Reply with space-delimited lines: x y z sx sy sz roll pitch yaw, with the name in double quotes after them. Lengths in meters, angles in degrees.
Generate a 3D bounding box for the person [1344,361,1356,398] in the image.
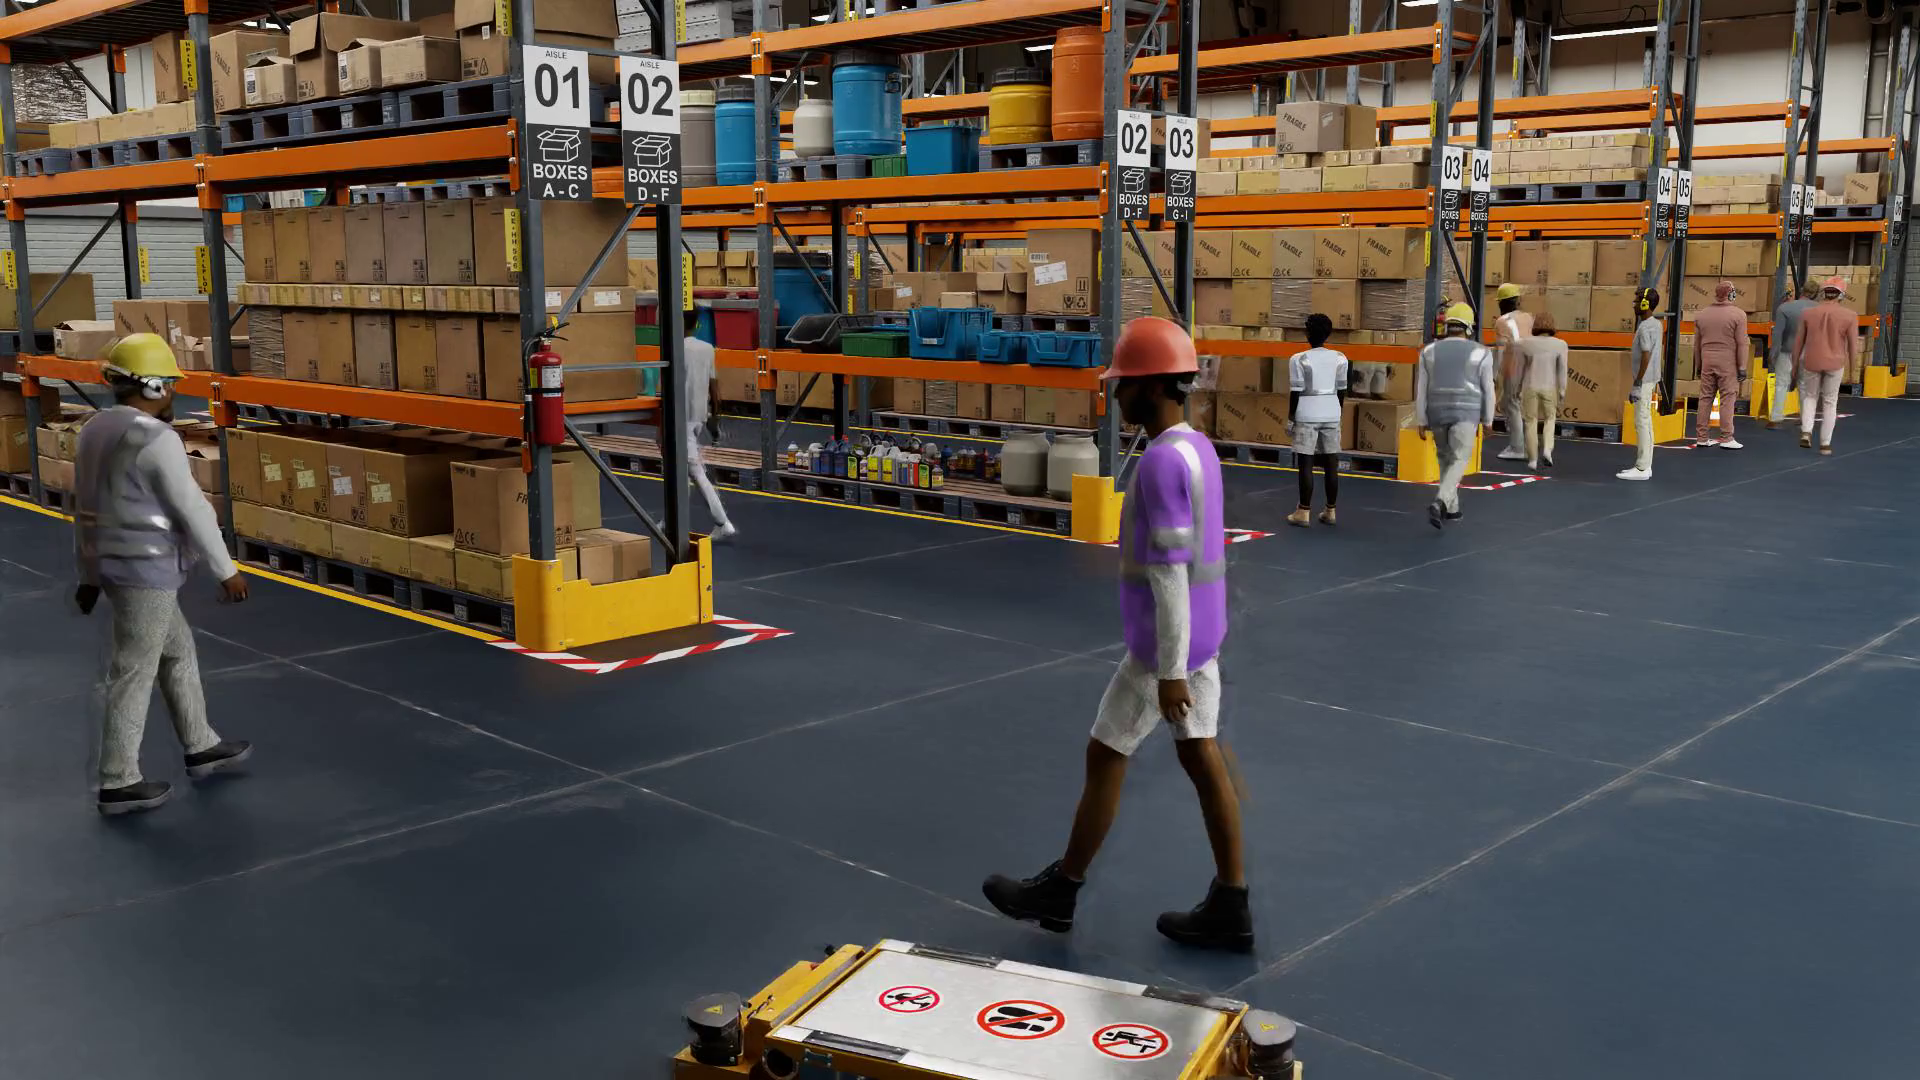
4.920 -2.367 21.272 0.382 1.916 0.596 7 12 39 "person"

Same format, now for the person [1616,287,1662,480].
6.677 -1.532 16.298 0.327 1.872 0.516 6 11 32 "person"

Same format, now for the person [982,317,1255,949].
0.506 0.285 5.058 0.918 1.896 0.575 4 10 21 "person"

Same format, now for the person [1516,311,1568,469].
5.959 -1.535 17.076 0.492 1.613 0.385 3 10 19 "person"

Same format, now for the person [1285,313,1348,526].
2.854 -0.964 13.347 0.532 1.696 0.319 -3 10 -20 "person"

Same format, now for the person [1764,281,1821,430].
10.728 -2.360 21.300 0.684 1.895 0.376 1 9 4 "person"

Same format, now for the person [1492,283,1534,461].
5.923 -1.812 17.923 0.585 1.902 0.546 -9 13 -43 "person"

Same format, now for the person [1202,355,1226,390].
3.462 -2.675 22.948 0.388 1.987 0.608 9 13 44 "person"

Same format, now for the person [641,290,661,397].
-4.227 -2.603 23.221 0.552 1.738 0.713 -9 13 -43 "person"

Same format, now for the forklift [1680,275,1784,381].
12.480 -3.427 27.053 1.214 2.155 2.313 9 13 43 "forklift"

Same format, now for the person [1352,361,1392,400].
4.690 -2.012 18.764 0.631 2.028 0.634 -5 11 -28 "person"

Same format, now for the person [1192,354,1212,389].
3.166 -2.439 21.857 0.592 1.868 0.599 -8 13 -42 "person"

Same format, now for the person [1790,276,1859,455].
9.646 -1.948 18.551 0.683 1.968 0.478 7 11 35 "person"

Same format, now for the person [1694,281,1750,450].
8.740 -2.006 19.076 0.410 1.913 0.642 -6 11 -34 "person"

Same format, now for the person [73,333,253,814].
-3.065 0.106 6.462 0.599 1.795 0.822 8 12 40 "person"

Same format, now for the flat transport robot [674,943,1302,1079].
0.071 1.270 4.138 1.431 0.197 0.652 4 10 24 "flat transport robot"

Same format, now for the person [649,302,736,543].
-2.052 -0.905 12.606 0.951 1.832 0.536 6 11 34 "person"

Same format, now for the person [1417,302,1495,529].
3.900 -0.981 13.171 0.591 1.801 0.852 6 11 32 "person"

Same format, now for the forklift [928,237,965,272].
-0.326 -5.817 39.609 1.129 2.768 1.873 9 13 43 "forklift"
